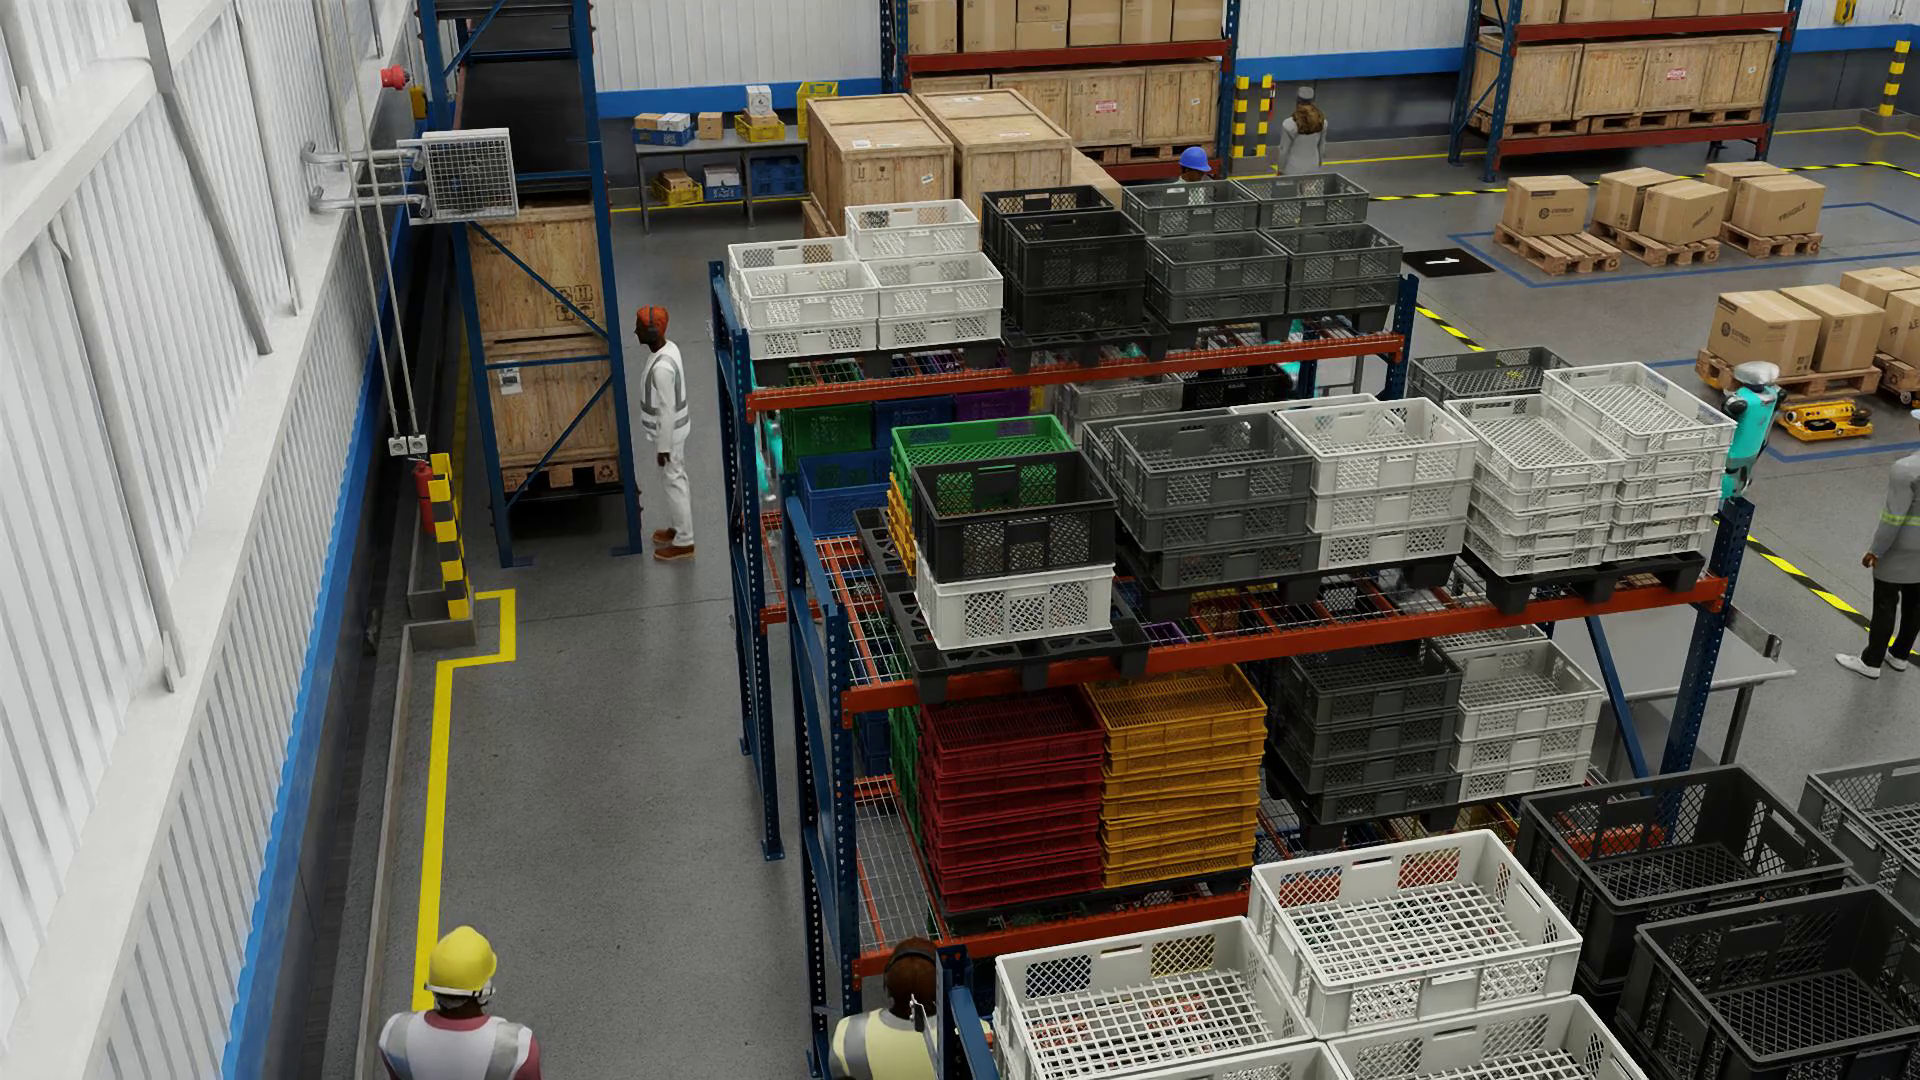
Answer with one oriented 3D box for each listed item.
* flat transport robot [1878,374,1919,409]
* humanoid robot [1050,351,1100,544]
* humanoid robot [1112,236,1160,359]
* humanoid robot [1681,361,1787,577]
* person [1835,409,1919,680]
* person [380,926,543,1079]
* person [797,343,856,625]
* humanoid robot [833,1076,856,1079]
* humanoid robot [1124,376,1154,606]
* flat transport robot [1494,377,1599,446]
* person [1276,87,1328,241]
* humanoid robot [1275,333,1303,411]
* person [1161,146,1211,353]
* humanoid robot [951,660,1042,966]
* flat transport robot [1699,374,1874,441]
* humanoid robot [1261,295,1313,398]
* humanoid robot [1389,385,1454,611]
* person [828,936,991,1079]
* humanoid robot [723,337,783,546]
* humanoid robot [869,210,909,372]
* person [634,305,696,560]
[{"bbox_3d":[8.473,-1.467,14.800,0.652,0.197,1.431,-6,28,-12],"label":"flat transport robot"},{"bbox_3d":[0.787,-0.618,11.720,0.397,1.643,0.609,16,32,27],"label":"humanoid robot"},{"bbox_3d":[1.521,-1.592,13.510,0.544,1.758,0.941,-7,29,-14],"label":"humanoid robot"},{"bbox_3d":[5.020,-0.481,11.241,0.533,1.677,0.735,-15,31,-26],"label":"humanoid robot"},{"bbox_3d":[5.883,-0.001,10.352,0.590,1.851,0.401,-9,29,-16],"label":"person"},{"bbox_3d":[-1.777,2.216,6.191,0.585,1.815,0.424,3,28,5],"label":"person"},{"bbox_3d":[-0.893,-0.400,10.909,0.386,2.037,0.613,5,28,9],"label":"person"},{"bbox_3d":[-0.386,2.494,5.801,0.590,1.655,0.381,-17,32,-29],"label":"humanoid robot"},{"bbox_3d":[1.174,-0.327,11.153,0.389,1.648,0.599,-13,31,-24],"label":"humanoid robot"},{"bbox_3d":[4.780,-1.036,14.013,0.659,0.231,1.431,-6,28,-12],"label":"flat transport robot"},{"bbox_3d":[3.696,-4.029,18.080,0.574,1.767,0.395,-10,30,-19],"label":"person"},{"bbox_3d":[2.493,-0.549,11.608,0.754,1.870,0.558,2,28,4],"label":"humanoid robot"},{"bbox_3d":[2.057,-2.658,15.303,0.412,1.939,0.602,20,34,33],"label":"person"},{"bbox_3d":[0.318,1.346,8.006,0.840,1.856,0.546,-7,29,-14],"label":"humanoid robot"},{"bbox_3d":[7.140,-1.258,14.403,0.652,0.197,1.431,-6,28,-12],"label":"flat transport robot"},{"bbox_3d":[2.251,-1.086,12.643,0.772,1.875,0.536,-15,31,-26],"label":"humanoid robot"},{"bbox_3d":[3.051,-0.273,11.069,0.470,1.638,0.601,-7,29,-12],"label":"humanoid robot"},{"bbox_3d":[-0.152,2.215,6.157,0.624,1.844,0.429,0,28,0],"label":"person"},{"bbox_3d":[-1.356,-0.754,11.904,0.545,1.790,0.676,-19,33,-32],"label":"humanoid robot"},{"bbox_3d":[-0.654,-2.138,14.604,0.613,1.637,0.609,-8,29,-14],"label":"humanoid robot"},{"bbox_3d":[-2.078,-0.765,11.765,0.341,1.882,0.581,-4,28,-7],"label":"person"}]
